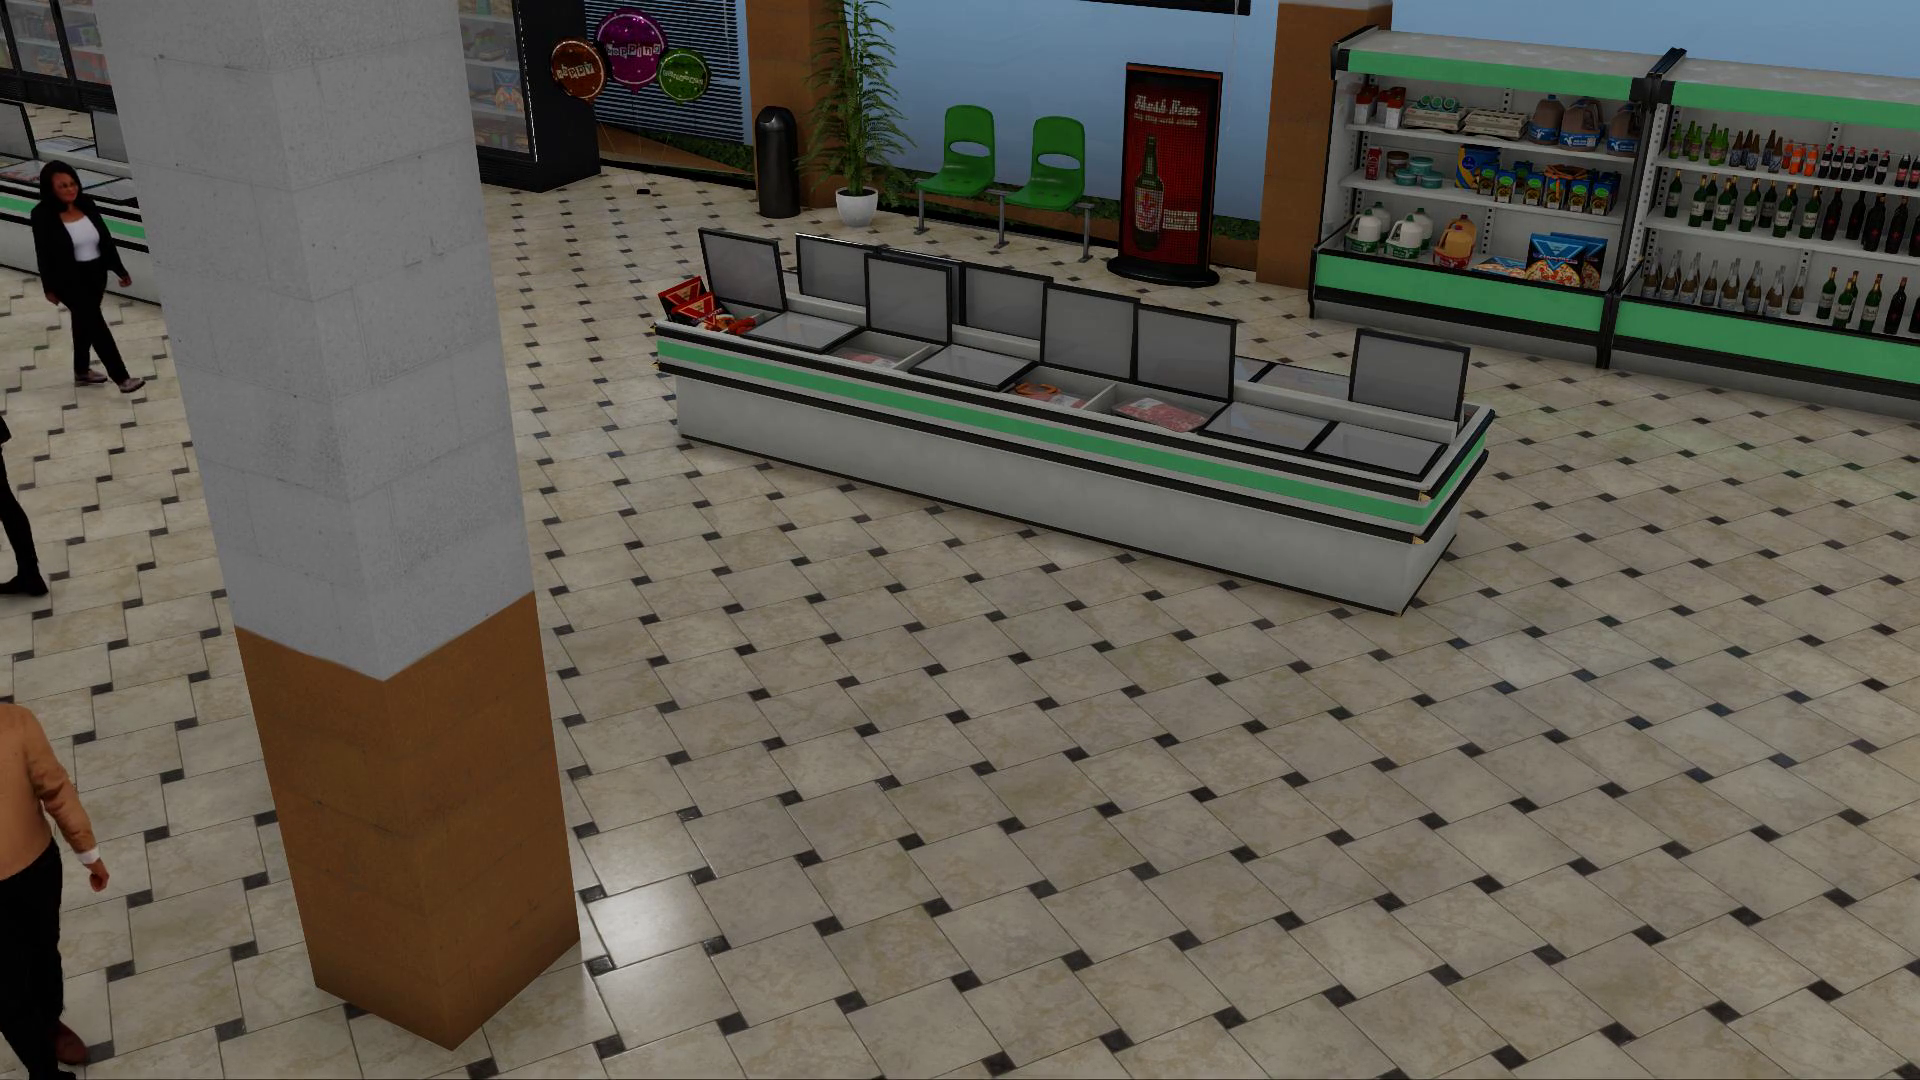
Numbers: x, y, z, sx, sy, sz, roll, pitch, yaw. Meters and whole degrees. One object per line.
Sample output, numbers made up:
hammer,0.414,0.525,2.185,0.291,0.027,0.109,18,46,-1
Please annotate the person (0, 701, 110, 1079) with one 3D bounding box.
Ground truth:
person,-3.212,1.085,5.513,1.082,1.726,0.805,21,34,35

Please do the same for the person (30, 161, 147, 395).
person,-6.051,-1.776,11.318,1.027,1.579,0.743,9,28,17
